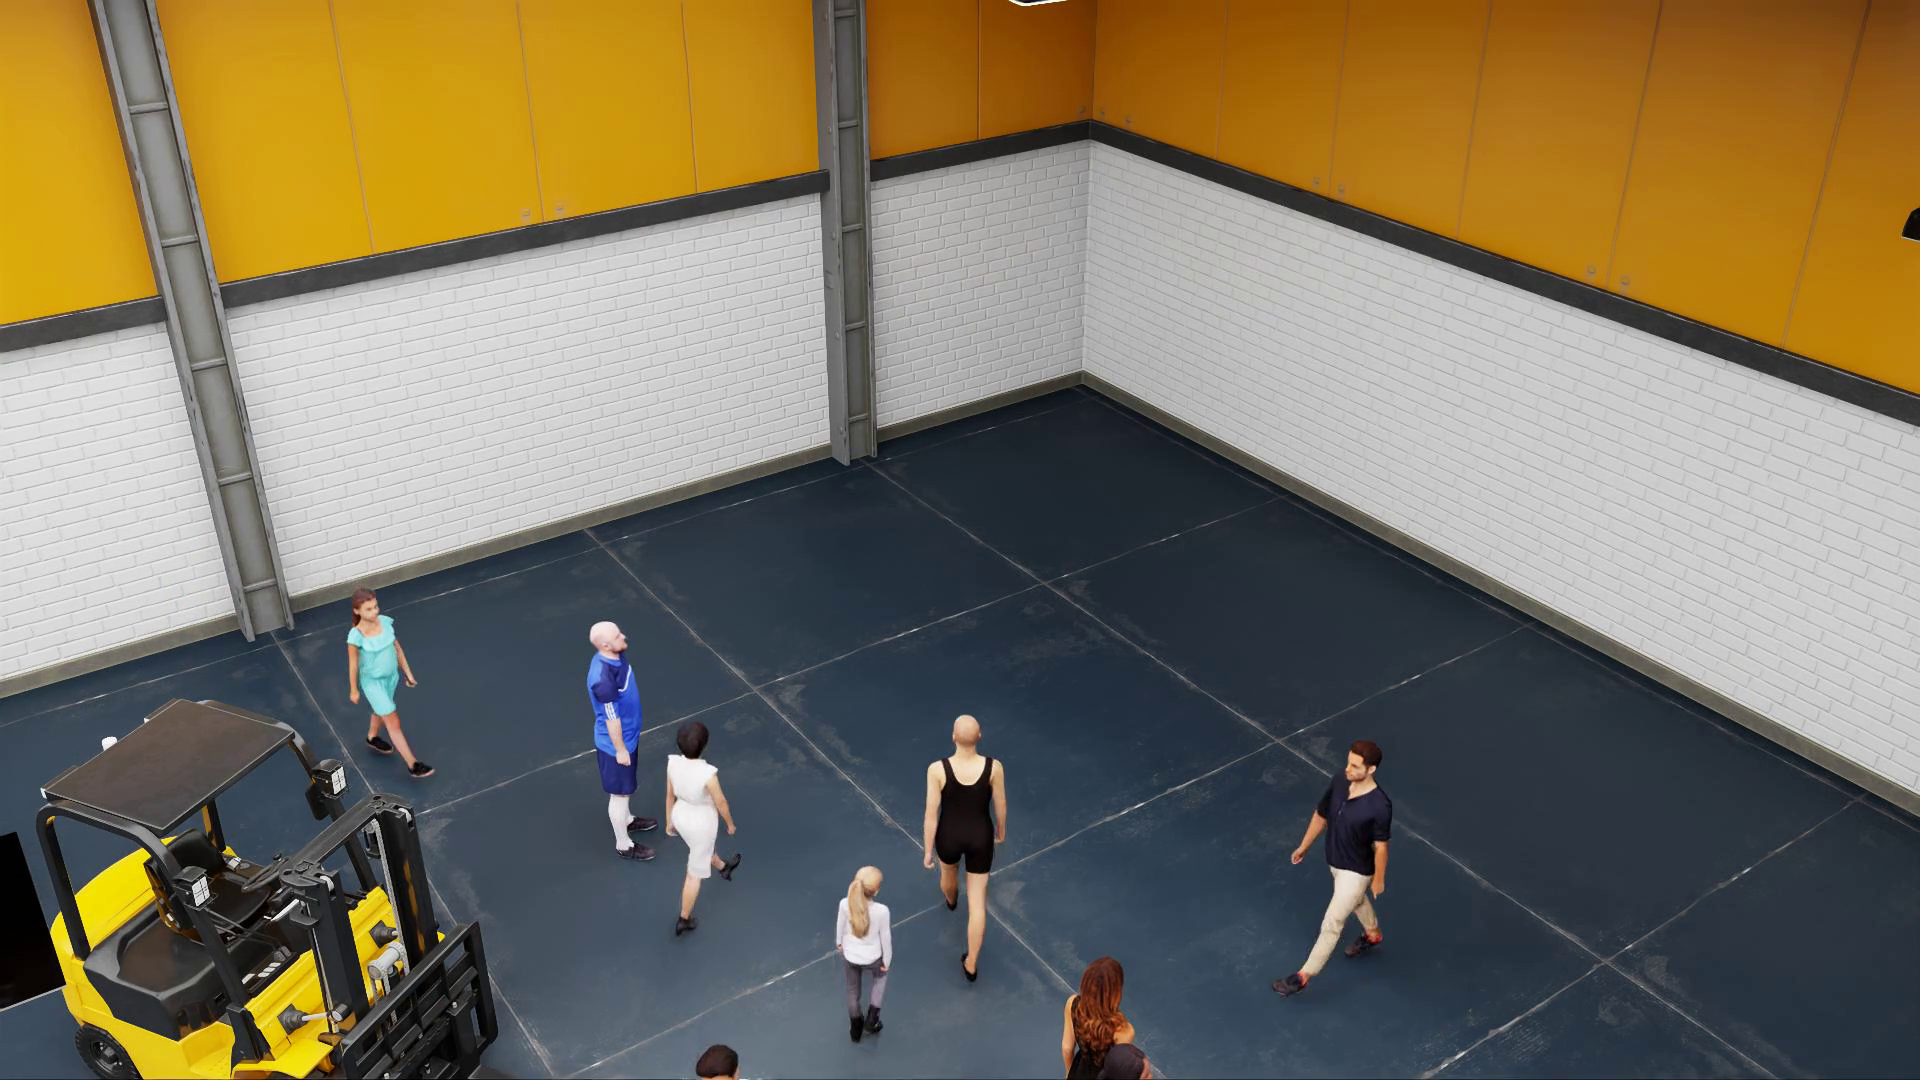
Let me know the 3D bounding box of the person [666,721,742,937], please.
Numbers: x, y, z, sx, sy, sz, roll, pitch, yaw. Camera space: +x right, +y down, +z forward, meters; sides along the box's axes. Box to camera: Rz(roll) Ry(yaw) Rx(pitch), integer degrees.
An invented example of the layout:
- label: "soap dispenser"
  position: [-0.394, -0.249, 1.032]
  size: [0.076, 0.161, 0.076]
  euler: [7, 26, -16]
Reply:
- label: "person"
  position: [-1.748, 1.909, 10.789]
  size: [0.856, 1.509, 1.086]
  euler: [15, 32, 25]

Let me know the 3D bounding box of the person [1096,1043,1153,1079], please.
- label: "person"
  position: [0.785, 3.166, 8.185]
  size: [0.715, 1.795, 0.681]
  euler: [0, 29, -1]

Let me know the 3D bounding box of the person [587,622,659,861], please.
- label: "person"
  position: [-2.351, 1.352, 11.459]
  size: [0.750, 1.844, 0.758]
  euler: [-3, 29, -6]

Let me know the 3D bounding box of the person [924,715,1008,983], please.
- label: "person"
  position: [0.046, 1.958, 10.439]
  size: [1.226, 1.758, 1.150]
  euler: [-2, 29, -3]

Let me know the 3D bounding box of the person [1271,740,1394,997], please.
- label: "person"
  position: [2.492, 1.987, 10.337]
  size: [1.226, 1.805, 0.787]
  euler: [-13, 31, -22]

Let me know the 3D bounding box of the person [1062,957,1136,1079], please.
- label: "person"
  position: [0.709, 2.893, 8.645]
  size: [0.643, 1.834, 0.625]
  euler: [20, 34, 32]

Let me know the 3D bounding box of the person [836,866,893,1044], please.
- label: "person"
  position: [-0.588, 2.517, 9.928]
  size: [0.608, 1.266, 0.671]
  euler: [3, 29, 6]

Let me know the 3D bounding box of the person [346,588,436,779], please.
- label: "person"
  position: [-4.367, 1.027, 12.396]
  size: [0.896, 1.519, 1.065]
  euler: [17, 33, 28]
